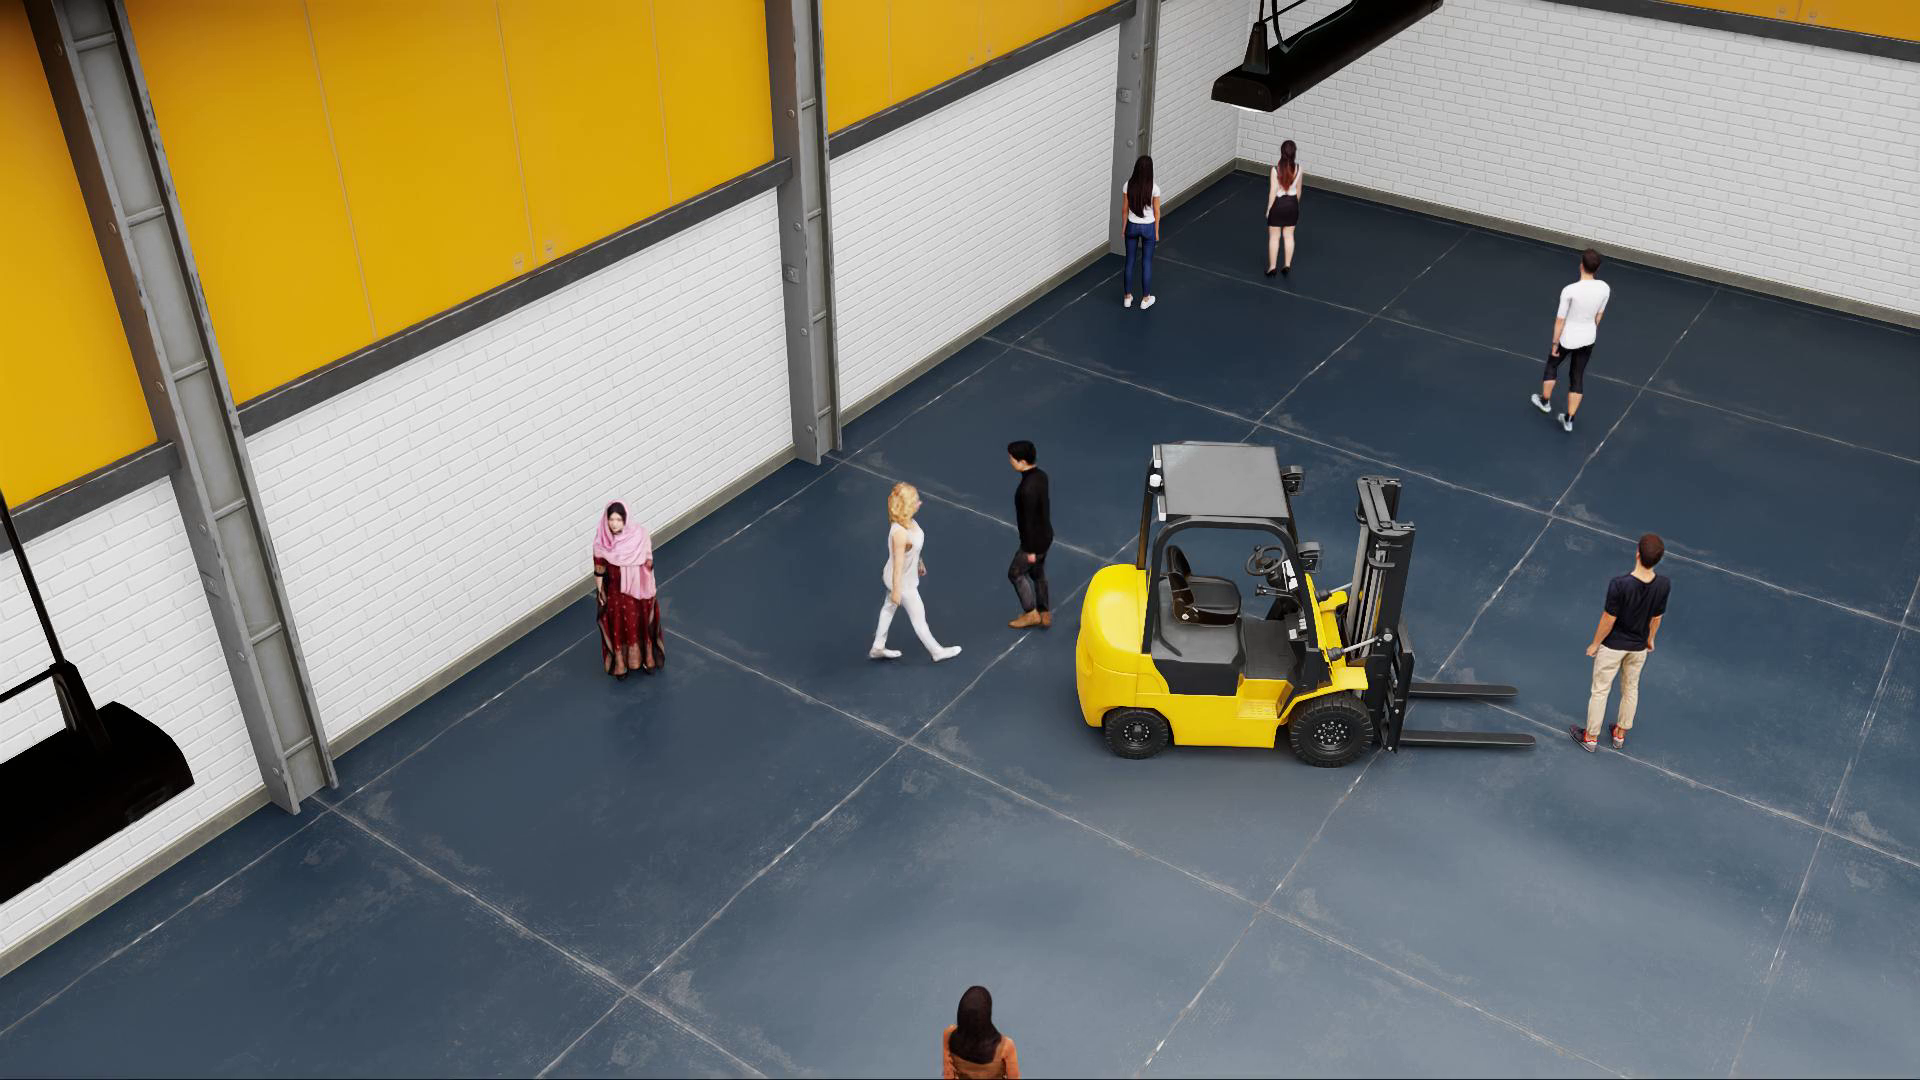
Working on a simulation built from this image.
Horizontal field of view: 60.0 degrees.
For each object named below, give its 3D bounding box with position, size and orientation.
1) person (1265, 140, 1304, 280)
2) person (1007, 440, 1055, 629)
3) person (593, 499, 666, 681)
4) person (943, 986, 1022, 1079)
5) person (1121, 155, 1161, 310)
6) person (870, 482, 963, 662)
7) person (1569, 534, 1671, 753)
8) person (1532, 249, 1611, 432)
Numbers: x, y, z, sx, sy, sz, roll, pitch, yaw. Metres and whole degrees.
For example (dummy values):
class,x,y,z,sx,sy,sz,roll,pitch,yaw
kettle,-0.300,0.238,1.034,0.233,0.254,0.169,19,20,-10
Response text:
class,x,y,z,sx,sy,sz,roll,pitch,yaw
person,3.757,-3.846,19.353,0.630,1.648,0.700,-8,34,-11
person,0.674,-0.015,13.542,0.825,1.701,0.695,7,34,11
person,-2.611,0.367,13.026,0.735,1.637,0.823,-11,35,-16
person,0.091,3.097,8.903,0.723,1.654,1.127,14,36,20
person,2.021,-3.455,18.650,0.636,1.774,0.585,13,36,18
person,-0.543,0.289,13.142,1.026,1.638,1.017,-1,34,-1
person,4.882,0.764,12.230,0.711,1.857,0.757,-4,34,-6
person,6.068,-1.921,16.293,0.972,1.830,1.058,-1,34,-1
